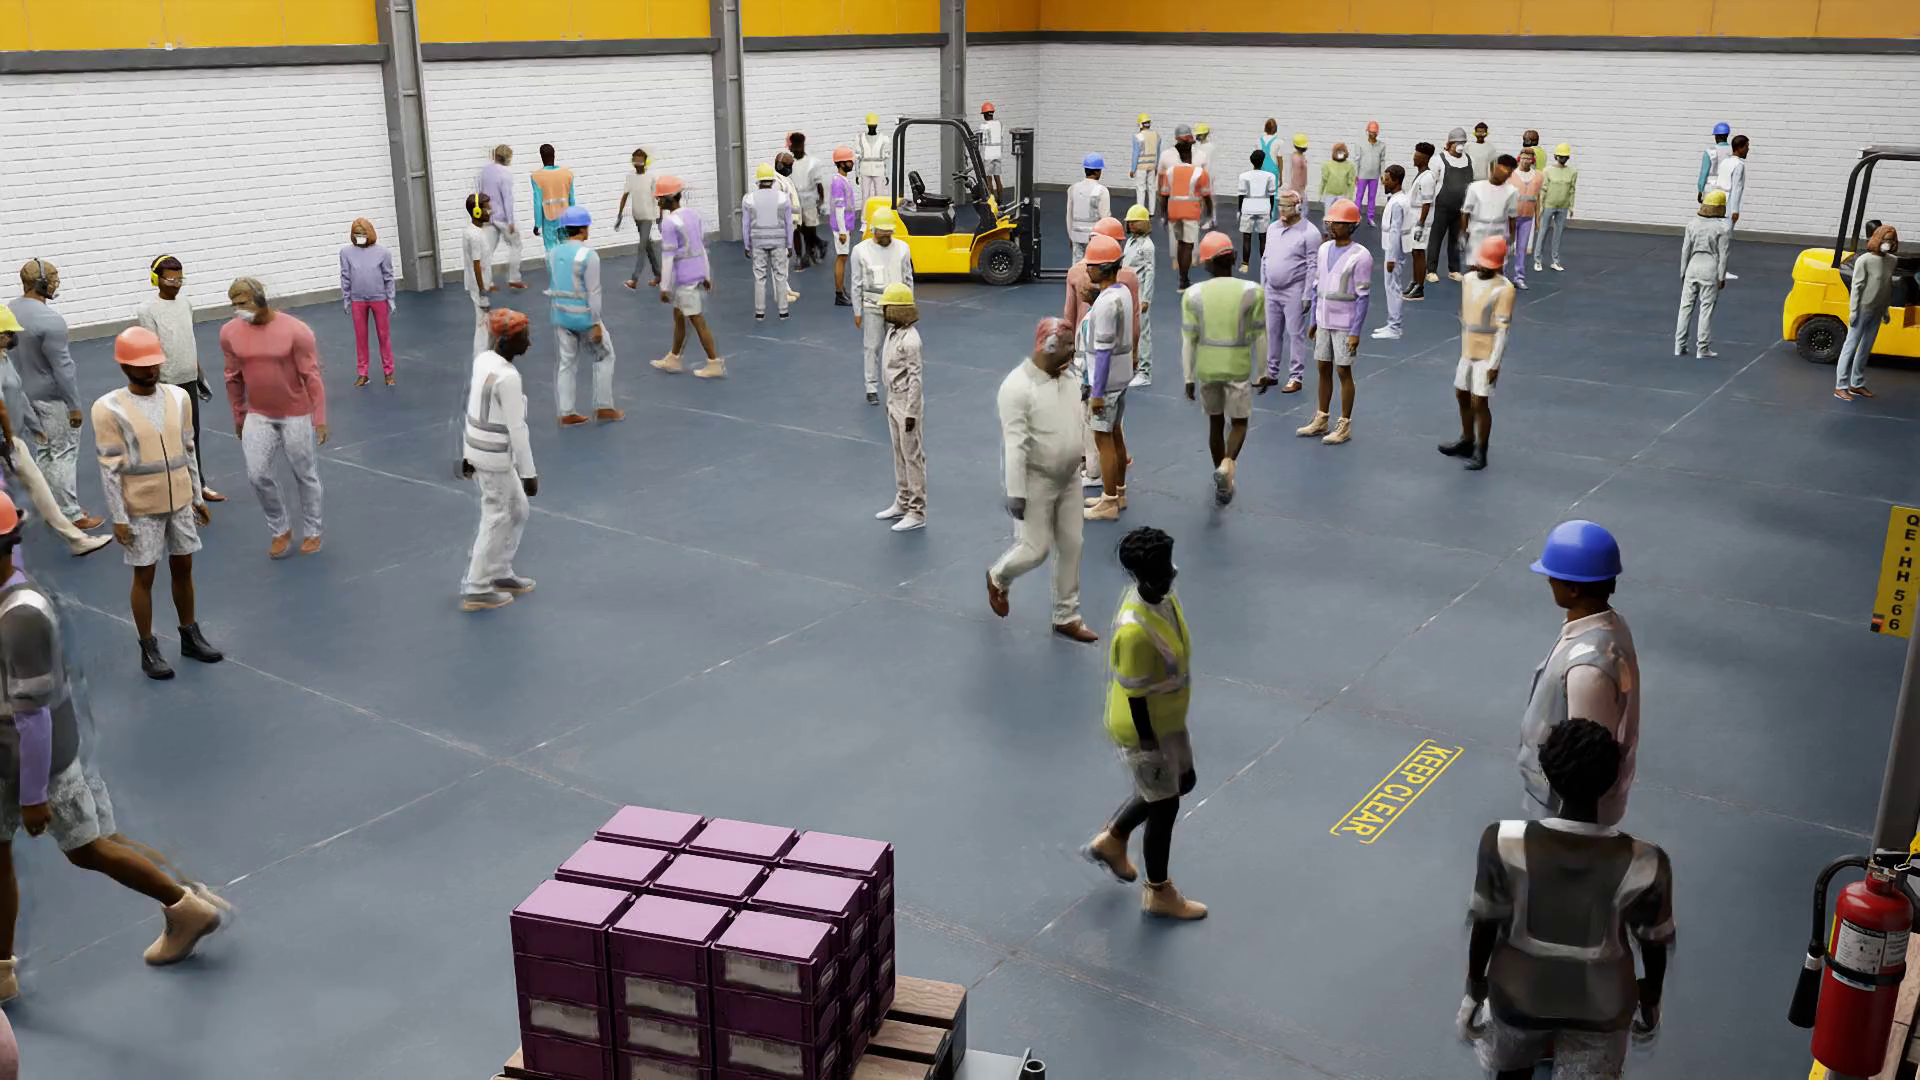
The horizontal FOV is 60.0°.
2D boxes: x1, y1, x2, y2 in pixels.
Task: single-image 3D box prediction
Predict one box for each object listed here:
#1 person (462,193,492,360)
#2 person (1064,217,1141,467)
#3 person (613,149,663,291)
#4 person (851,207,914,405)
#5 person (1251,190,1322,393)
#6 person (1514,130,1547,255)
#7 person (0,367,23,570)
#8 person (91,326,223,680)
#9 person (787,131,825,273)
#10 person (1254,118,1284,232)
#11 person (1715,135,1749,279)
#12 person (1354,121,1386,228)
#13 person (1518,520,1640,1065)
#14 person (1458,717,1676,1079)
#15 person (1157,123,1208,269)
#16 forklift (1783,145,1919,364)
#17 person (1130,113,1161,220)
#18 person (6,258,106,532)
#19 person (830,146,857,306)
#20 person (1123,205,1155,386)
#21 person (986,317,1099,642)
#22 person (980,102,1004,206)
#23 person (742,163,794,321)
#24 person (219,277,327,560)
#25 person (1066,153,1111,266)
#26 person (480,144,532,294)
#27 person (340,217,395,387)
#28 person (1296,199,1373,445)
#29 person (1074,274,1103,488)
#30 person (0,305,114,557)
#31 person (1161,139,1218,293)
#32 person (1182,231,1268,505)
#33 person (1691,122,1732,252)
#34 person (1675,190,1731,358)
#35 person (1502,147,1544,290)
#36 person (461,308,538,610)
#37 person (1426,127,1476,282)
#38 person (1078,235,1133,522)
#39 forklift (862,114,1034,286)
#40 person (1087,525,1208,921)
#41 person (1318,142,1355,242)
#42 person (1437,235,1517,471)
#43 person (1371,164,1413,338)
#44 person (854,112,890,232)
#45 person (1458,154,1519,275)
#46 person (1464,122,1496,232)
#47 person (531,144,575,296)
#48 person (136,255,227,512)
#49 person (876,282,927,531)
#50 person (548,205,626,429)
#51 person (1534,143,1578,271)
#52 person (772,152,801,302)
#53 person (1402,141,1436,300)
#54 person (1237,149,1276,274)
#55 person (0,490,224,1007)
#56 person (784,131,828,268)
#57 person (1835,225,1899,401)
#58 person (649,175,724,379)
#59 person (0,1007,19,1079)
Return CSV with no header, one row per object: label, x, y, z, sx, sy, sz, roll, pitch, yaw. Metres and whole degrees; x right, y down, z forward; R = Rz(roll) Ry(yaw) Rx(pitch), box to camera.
person,-4.631,-2.418,16.116,0.324,1.862,0.511,-5,18,-16
person,1.135,-1.548,13.182,0.623,1.986,0.397,8,19,24
person,-4.175,-4.152,21.616,0.541,1.807,1.006,10,20,27
person,-0.708,-2.158,15.369,0.600,1.821,0.403,-7,19,-21
person,3.108,-2.370,15.886,0.407,1.908,0.641,-15,23,-39
person,8.438,-5.169,24.773,0.634,1.831,0.429,-16,24,-40
person,-6.078,-0.527,10.203,0.511,1.862,0.327,-11,21,-30
person,-4.366,-0.208,9.074,0.373,1.935,0.551,12,21,33
person,-2.204,-4.737,23.241,0.637,1.939,0.642,1,18,2
person,5.043,-5.943,27.182,0.501,1.839,0.344,12,21,33
person,10.441,-4.531,22.625,0.398,1.920,0.590,1,18,4
person,6.862,-6.127,27.882,0.563,1.753,0.327,-2,18,-8
person,2.076,0.872,5.687,0.405,1.941,0.608,7,19,20
person,1.754,1.283,4.848,0.554,1.652,0.840,6,19,19
person,3.120,-4.864,23.471,0.701,2.000,0.643,1,18,4
forklift,9.803,-2.879,17.013,2.313,2.155,1.214,12,21,33
person,3.192,-6.461,28.819,0.586,1.823,0.403,-10,20,-30
person,-6.291,-0.982,11.521,0.638,1.927,0.391,12,21,33
person,-1.427,-3.874,20.535,0.351,1.942,0.547,0,18,0
person,1.699,-2.373,16.158,0.301,1.743,0.493,-7,19,-20
person,0.494,-0.346,9.608,0.671,1.870,0.680,-16,24,-41
person,0.544,-6.988,30.322,0.542,1.920,0.417,-14,23,-38
person,-2.243,-3.480,19.471,0.592,1.837,0.404,-2,18,-7
person,-4.490,-0.788,10.959,0.695,1.899,0.554,-1,18,-2
person,1.519,-3.526,19.436,0.616,1.945,0.404,17,24,42
person,-5.906,-4.132,21.425,0.755,1.895,0.771,13,22,34
person,-5.726,-2.304,16.122,0.497,1.633,0.278,-3,18,-9
person,3.151,-1.827,13.962,0.369,2.048,0.607,-10,20,-30
person,1.025,-1.221,12.715,0.306,1.645,0.523,6,19,18
person,-6.162,-0.683,10.910,0.919,1.713,0.539,-8,19,-22
person,3.006,-4.212,21.590,0.682,1.931,0.730,12,21,34
person,1.911,-1.227,12.145,0.641,2.011,0.752,5,19,17
person,11.244,-5.210,24.724,0.604,1.939,0.416,-2,18,-7
person,7.816,-2.791,17.467,0.324,1.743,0.490,-13,22,-36
person,7.278,-4.182,21.662,0.563,1.839,0.394,-1,18,-5
person,-2.807,-0.477,10.043,0.584,1.852,0.594,-9,20,-25
person,6.603,-4.485,22.284,0.682,2.000,0.537,-4,18,-13
person,1.021,-1.143,11.851,0.404,2.034,0.610,6,19,17
forklift,-0.171,-4.594,22.377,2.313,2.155,1.214,1,18,3
person,0.777,0.724,6.594,0.452,1.666,0.562,5,19,17
person,5.709,-5.221,25.252,0.535,1.616,0.430,1,18,3
person,4.091,-1.485,13.153,0.494,1.886,0.679,-7,19,-21
person,4.827,-3.192,18.459,0.386,1.912,0.591,5,18,15
person,-1.436,-6.026,27.285,0.587,1.929,0.360,0,18,-1
person,6.203,-3.550,19.541,0.685,1.935,0.414,2,18,7
person,8.093,-5.589,26.039,0.506,1.861,0.331,6,19,19
person,-5.161,-4.074,21.208,0.587,1.913,0.391,-15,23,-39
person,-5.680,-1.143,12.120,0.328,1.865,0.521,5,18,16
person,-0.416,-0.935,11.661,0.312,1.744,0.487,-6,19,-18
person,-3.268,-1.947,14.535,0.637,1.916,0.732,13,22,35
person,8.323,-4.638,23.208,0.525,1.769,0.327,-1,18,-3
person,-2.206,-3.923,20.861,0.430,1.837,0.619,2,18,6
person,5.762,-4.006,20.907,0.367,1.966,0.607,2,18,6
person,4.080,-4.526,22.963,0.540,1.699,0.317,-1,18,-2
person,-3.297,0.736,6.023,1.017,2.007,0.620,-14,23,-37
person,-2.158,-4.846,23.657,0.592,1.901,0.695,17,24,42
person,8.520,-2.130,15.577,0.501,1.631,0.286,-7,19,-22
person,-2.784,-2.580,16.395,0.961,1.992,0.620,5,18,15
person,-2.257,1.538,3.631,0.627,1.932,0.367,2,18,7
